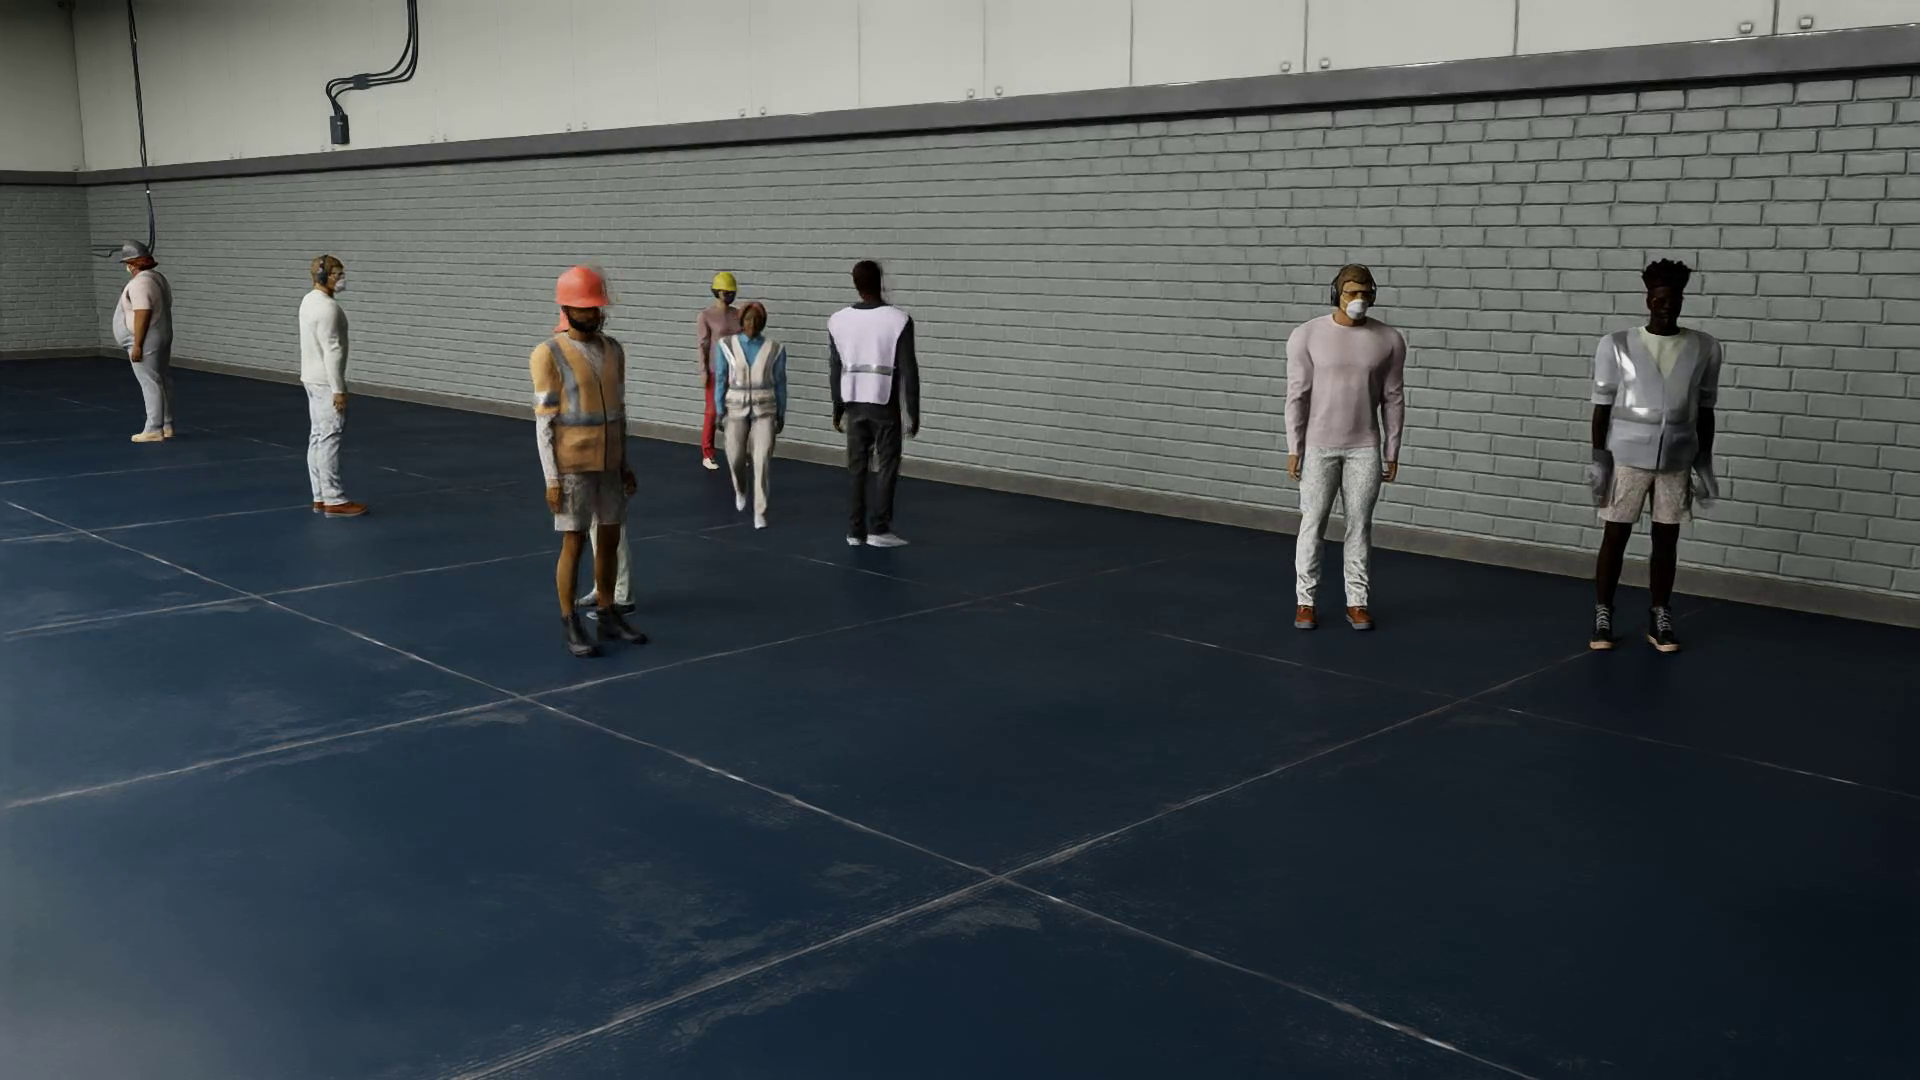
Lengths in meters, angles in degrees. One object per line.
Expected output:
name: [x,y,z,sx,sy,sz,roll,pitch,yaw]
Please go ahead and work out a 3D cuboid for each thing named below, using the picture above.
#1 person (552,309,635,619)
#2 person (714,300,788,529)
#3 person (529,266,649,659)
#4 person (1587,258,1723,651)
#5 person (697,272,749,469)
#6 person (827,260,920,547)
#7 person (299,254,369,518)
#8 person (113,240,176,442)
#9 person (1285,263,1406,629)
person: [-2.017,-0.446,9.094,0.356,1.742,0.566,-5,12,-26]
person: [-1.494,-0.913,11.948,0.529,1.620,0.569,-1,10,-5]
person: [-1.827,-0.376,8.259,0.368,1.928,0.595,8,13,37]
person: [3.466,-0.411,8.304,0.638,1.959,0.377,2,11,9]
person: [-2.092,-1.504,14.832,0.523,1.759,0.352,-8,13,-37]
person: [-0.587,-0.882,11.076,0.637,1.910,0.356,4,11,20]
person: [-4.686,-1.138,12.340,0.375,1.936,0.628,-7,12,-33]
person: [-8.284,-2.021,16.863,0.535,2.000,0.674,-1,10,-5]
person: [2.023,-0.482,8.783,0.630,1.933,0.370,0,10,1]
